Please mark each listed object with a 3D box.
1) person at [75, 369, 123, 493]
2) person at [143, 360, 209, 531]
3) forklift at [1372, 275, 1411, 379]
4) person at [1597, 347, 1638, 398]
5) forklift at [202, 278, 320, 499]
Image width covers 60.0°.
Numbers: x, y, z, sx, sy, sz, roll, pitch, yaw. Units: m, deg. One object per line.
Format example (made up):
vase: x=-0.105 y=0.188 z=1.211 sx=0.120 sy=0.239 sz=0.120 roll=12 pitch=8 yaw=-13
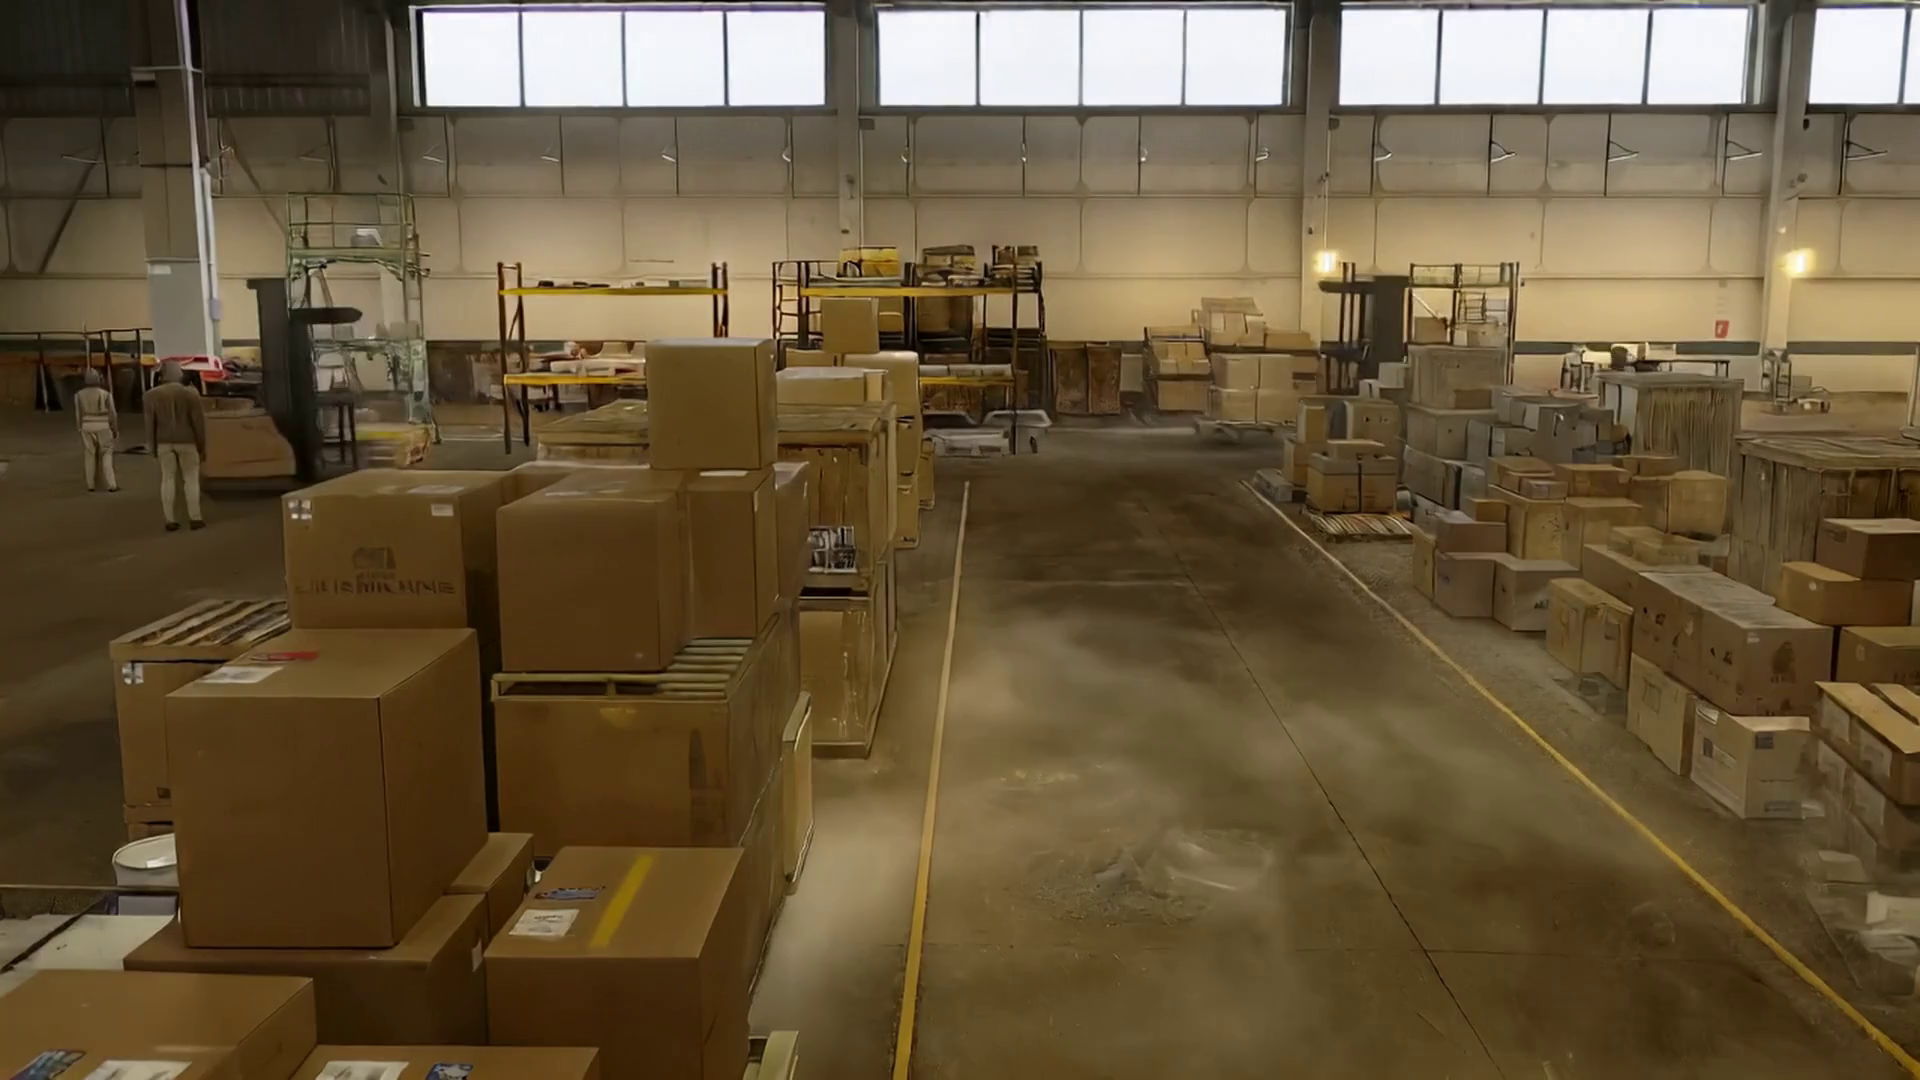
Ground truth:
person: x=-11.347 y=-1.427 z=21.888 sx=0.514 sy=1.642 sz=0.310 roll=0 pitch=9 yaw=1
person: x=-8.865 y=-1.065 z=18.833 sx=0.635 sy=1.936 sz=0.355 roll=-1 pitch=10 yaw=-6
forklift: x=6.819 y=-2.818 z=26.515 sx=1.873 sy=2.768 sz=1.129 roll=0 pitch=9 yaw=1
person: x=8.942 y=-1.680 z=22.657 sx=0.607 sy=1.893 sz=0.806 roll=-2 pitch=10 yaw=-11
forklift: x=-8.915 y=-2.011 z=21.684 sx=1.873 sy=2.768 sz=1.129 roll=-5 pitch=11 yaw=-27
